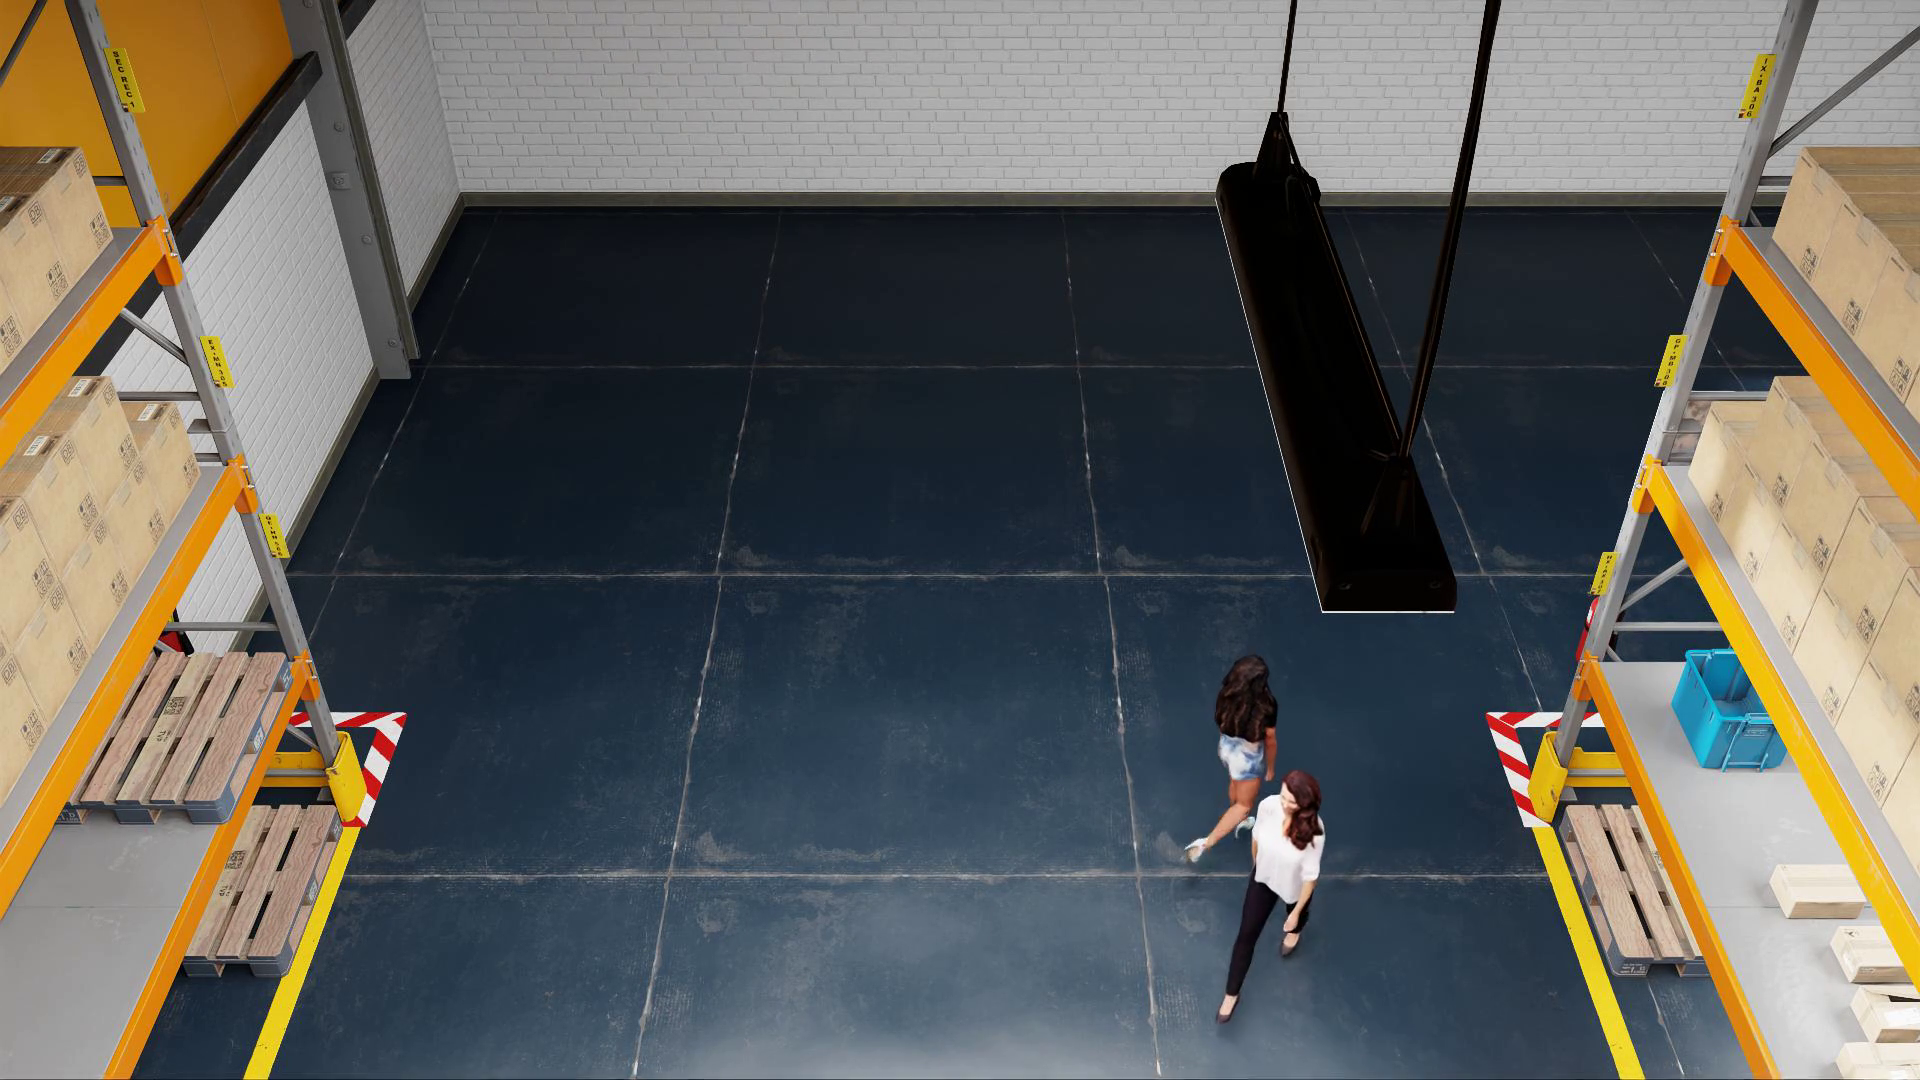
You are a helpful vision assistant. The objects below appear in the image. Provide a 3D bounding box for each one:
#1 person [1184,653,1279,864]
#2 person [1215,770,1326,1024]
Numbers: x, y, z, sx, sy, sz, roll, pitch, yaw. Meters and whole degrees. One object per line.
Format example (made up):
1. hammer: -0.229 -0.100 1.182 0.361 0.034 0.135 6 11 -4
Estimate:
1. person: 1.712 1.396 10.292 0.965 1.604 0.953 -28 46 -30
2. person: 1.900 1.934 9.520 1.050 1.726 1.233 24 44 27
